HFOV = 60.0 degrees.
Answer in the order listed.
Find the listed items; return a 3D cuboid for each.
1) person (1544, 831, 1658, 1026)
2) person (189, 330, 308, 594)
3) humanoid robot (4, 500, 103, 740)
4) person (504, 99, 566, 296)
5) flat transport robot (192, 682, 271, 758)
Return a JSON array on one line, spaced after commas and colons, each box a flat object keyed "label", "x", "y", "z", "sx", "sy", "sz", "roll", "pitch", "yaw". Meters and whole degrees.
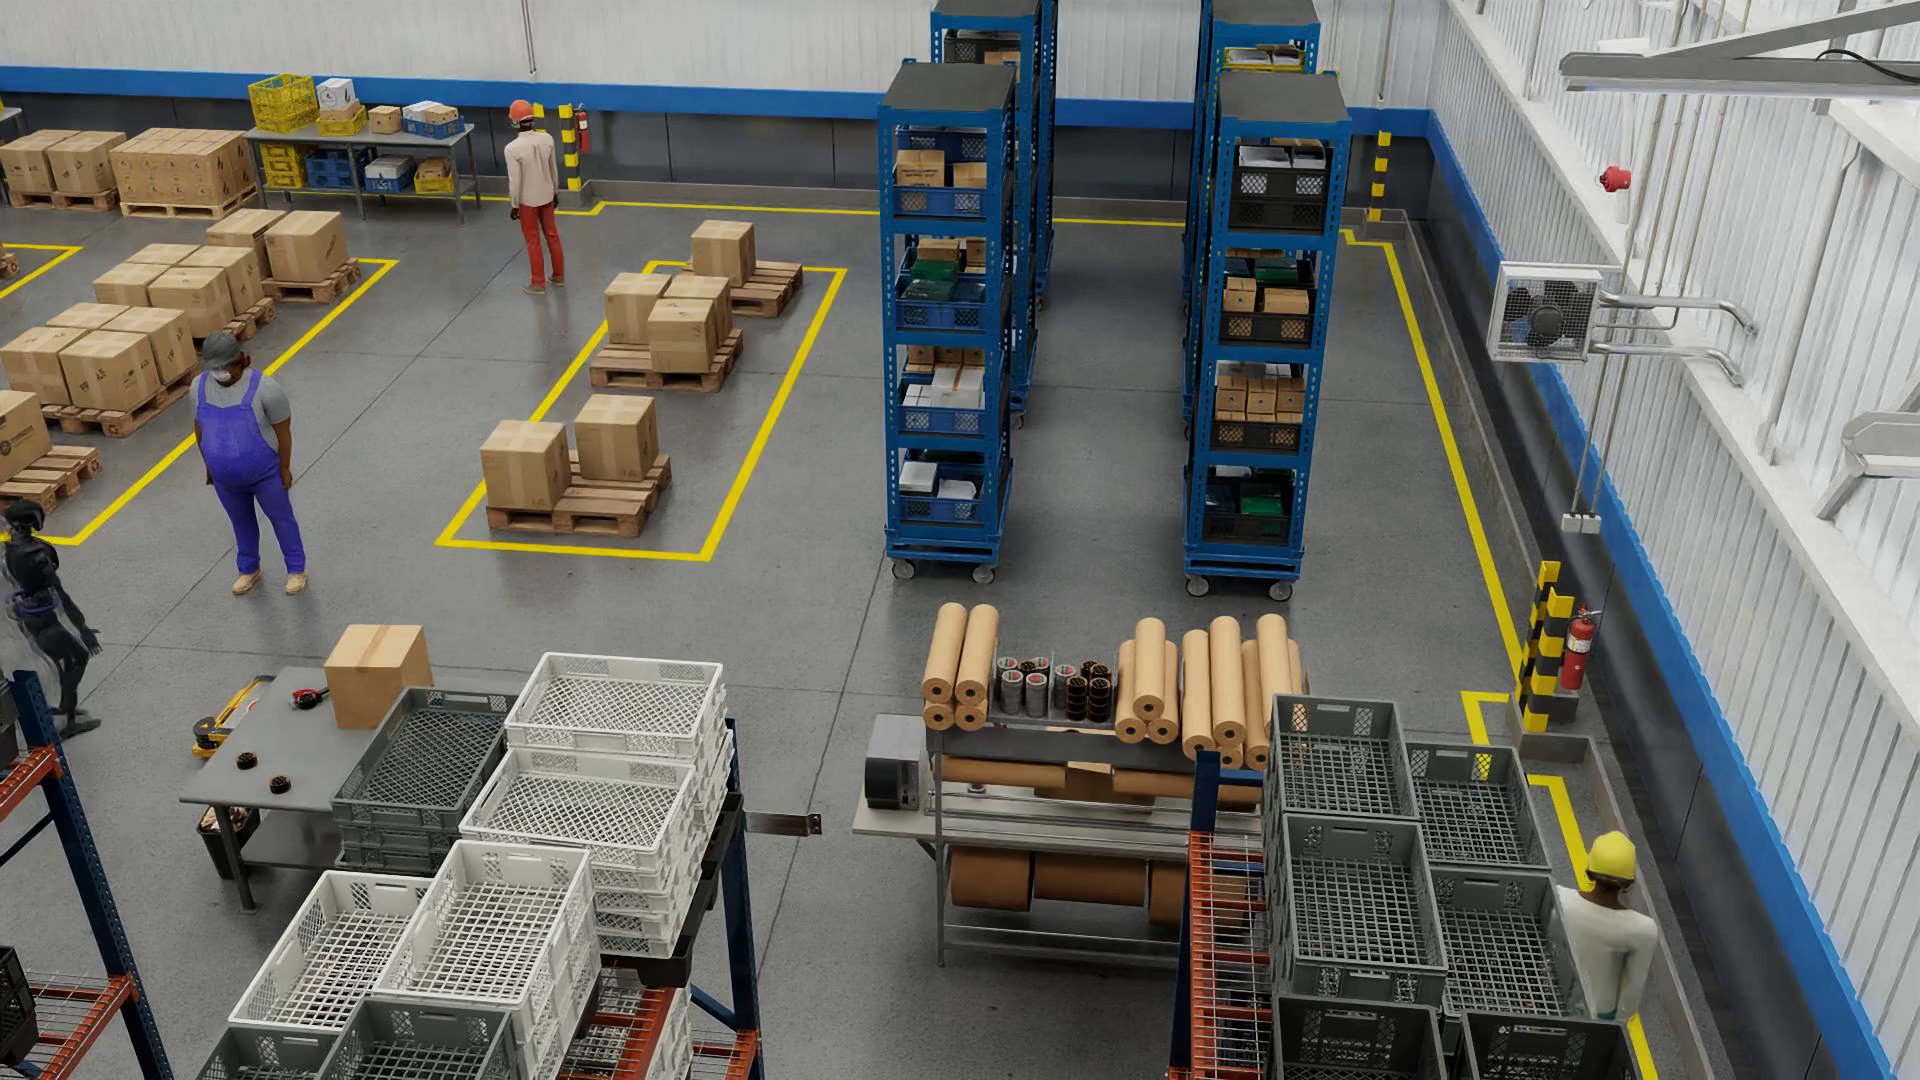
[{"label": "person", "x": 2.855, "y": 2.045, "z": 7.683, "sx": 0.525, "sy": 1.754, "sz": 0.378, "roll": 12, "pitch": 32, "yaw": 20}, {"label": "person", "x": -5.082, "y": -0.532, "z": 11.828, "sx": 0.683, "sy": 2.000, "sz": 0.539, "roll": 1, "pitch": 30, "yaw": 1}, {"label": "humanoid robot", "x": -5.694, "y": 0.484, "z": 10.442, "sx": 0.432, "sy": 1.640, "sz": 0.631, "roll": -25, "pitch": 39, "yaw": -36}, {"label": "person", "x": -4.355, "y": -3.490, "z": 16.964, "sx": 0.407, "sy": 1.988, "sz": 0.634, "roll": 20, "pitch": 36, "yaw": 31}, {"label": "flat transport robot", "x": -4.089, "y": 1.163, "z": 10.648, "sx": 1.431, "sy": 0.197, "sz": 0.652, "roll": 3, "pitch": 30, "yaw": 6}]
